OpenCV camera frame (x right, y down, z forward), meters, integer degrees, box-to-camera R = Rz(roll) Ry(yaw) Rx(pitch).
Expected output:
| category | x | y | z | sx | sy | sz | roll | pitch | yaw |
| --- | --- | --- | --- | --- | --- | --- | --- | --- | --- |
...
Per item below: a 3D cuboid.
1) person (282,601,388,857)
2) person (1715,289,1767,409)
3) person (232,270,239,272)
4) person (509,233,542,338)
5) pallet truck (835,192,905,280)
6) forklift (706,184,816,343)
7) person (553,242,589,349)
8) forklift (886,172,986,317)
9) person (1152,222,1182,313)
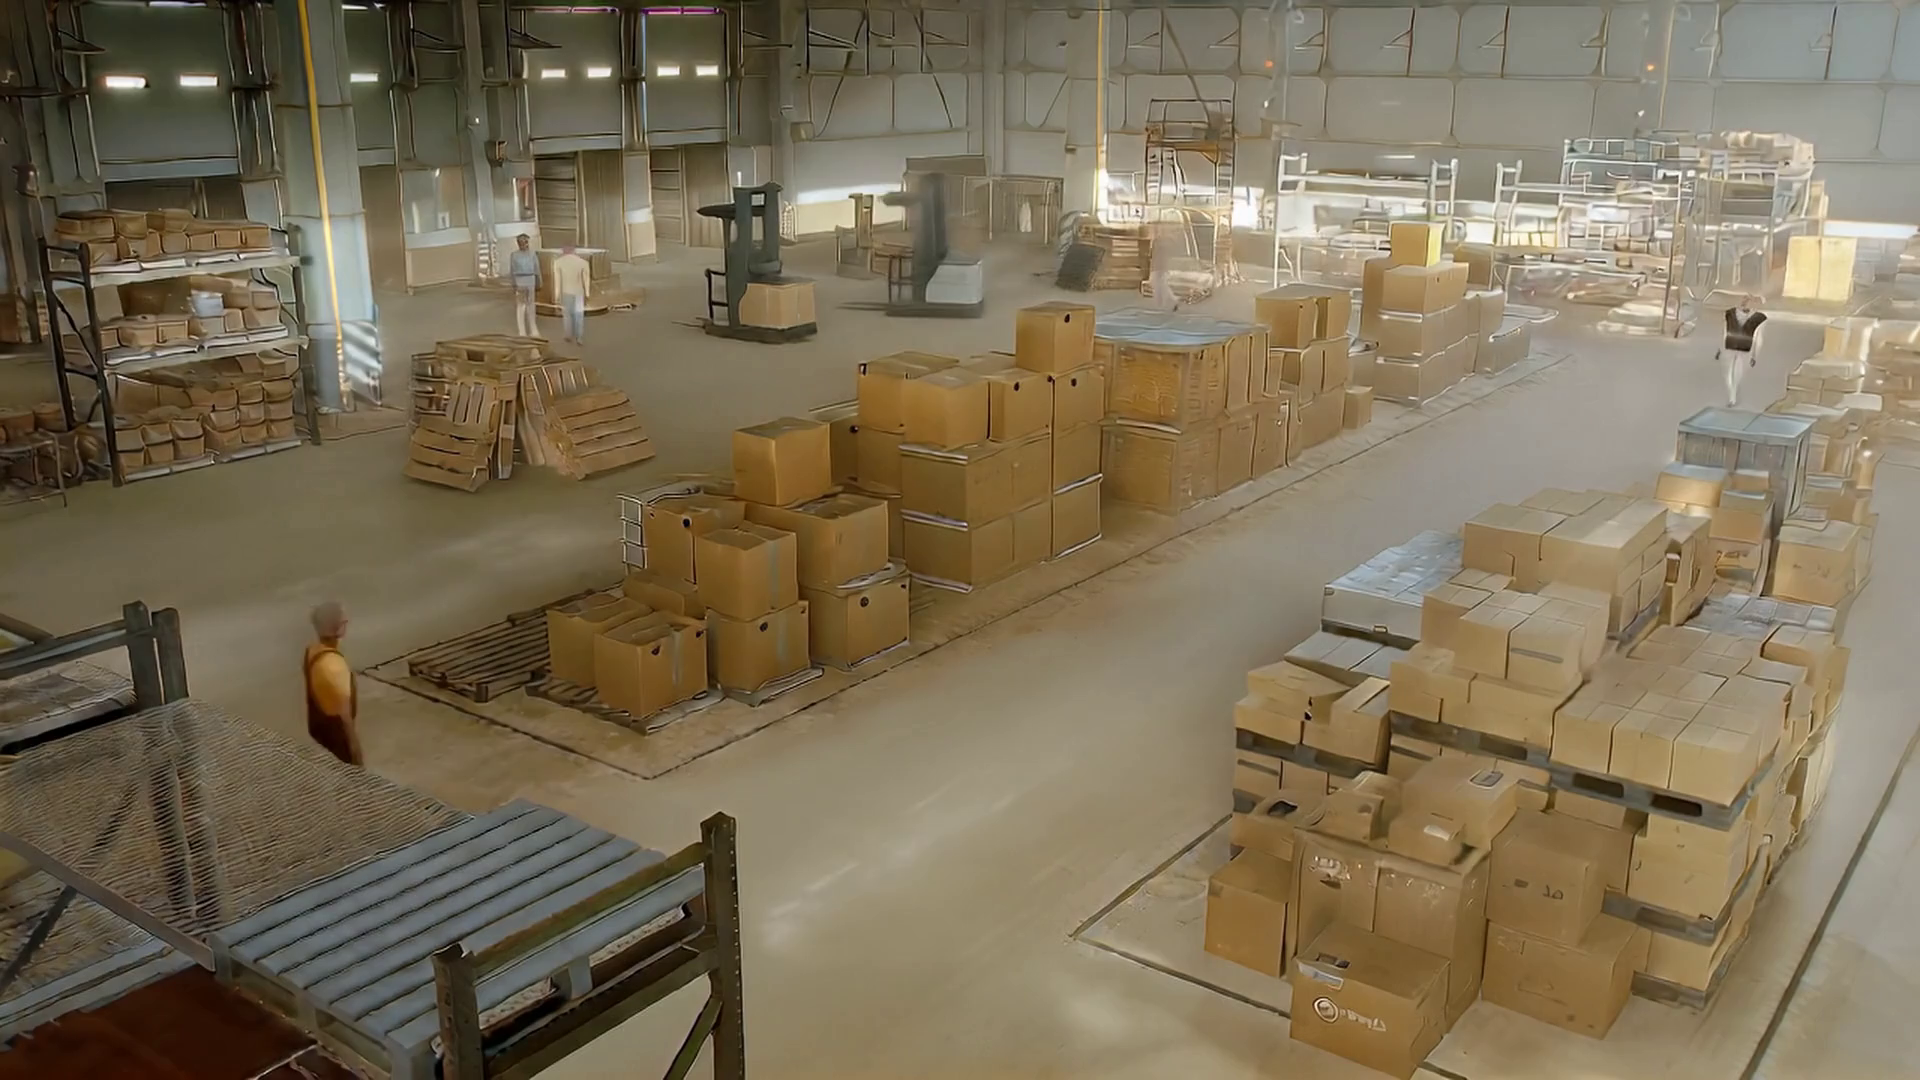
| category | x | y | z | sx | sy | sz | roll | pitch | yaw |
| --- | --- | --- | --- | --- | --- | --- | --- | --- | --- |
| person | -4.286 | 1.311 | 11.233 | 0.633 | 1.825 | 0.530 | -12 | 20 | -34 |
| person | 11.663 | -2.834 | 24.854 | 0.616 | 1.890 | 0.780 | 15 | 22 | 40 |
| person | -11.988 | -3.663 | 27.619 | 0.453 | 1.868 | 0.611 | -12 | 20 | -34 |
| person | -8.131 | -4.770 | 31.175 | 0.547 | 1.938 | 0.359 | -14 | 21 | -38 |
| pallet truck | -1.936 | -7.159 | 38.982 | 1.885 | 1.965 | 0.823 | -12 | 21 | -34 |
| forklift | -3.717 | -5.181 | 30.929 | 1.873 | 2.768 | 1.129 | 12 | 21 | 35 |
| person | -7.060 | -4.465 | 30.264 | 0.651 | 1.878 | 1.032 | -7 | 18 | -21 |
| forklift | -0.473 | -5.974 | 33.556 | 1.873 | 2.768 | 1.129 | 3 | 17 | 10 |
| person | 4.104 | -5.408 | 33.308 | 0.602 | 1.926 | 0.638 | -9 | 19 | -28 |
